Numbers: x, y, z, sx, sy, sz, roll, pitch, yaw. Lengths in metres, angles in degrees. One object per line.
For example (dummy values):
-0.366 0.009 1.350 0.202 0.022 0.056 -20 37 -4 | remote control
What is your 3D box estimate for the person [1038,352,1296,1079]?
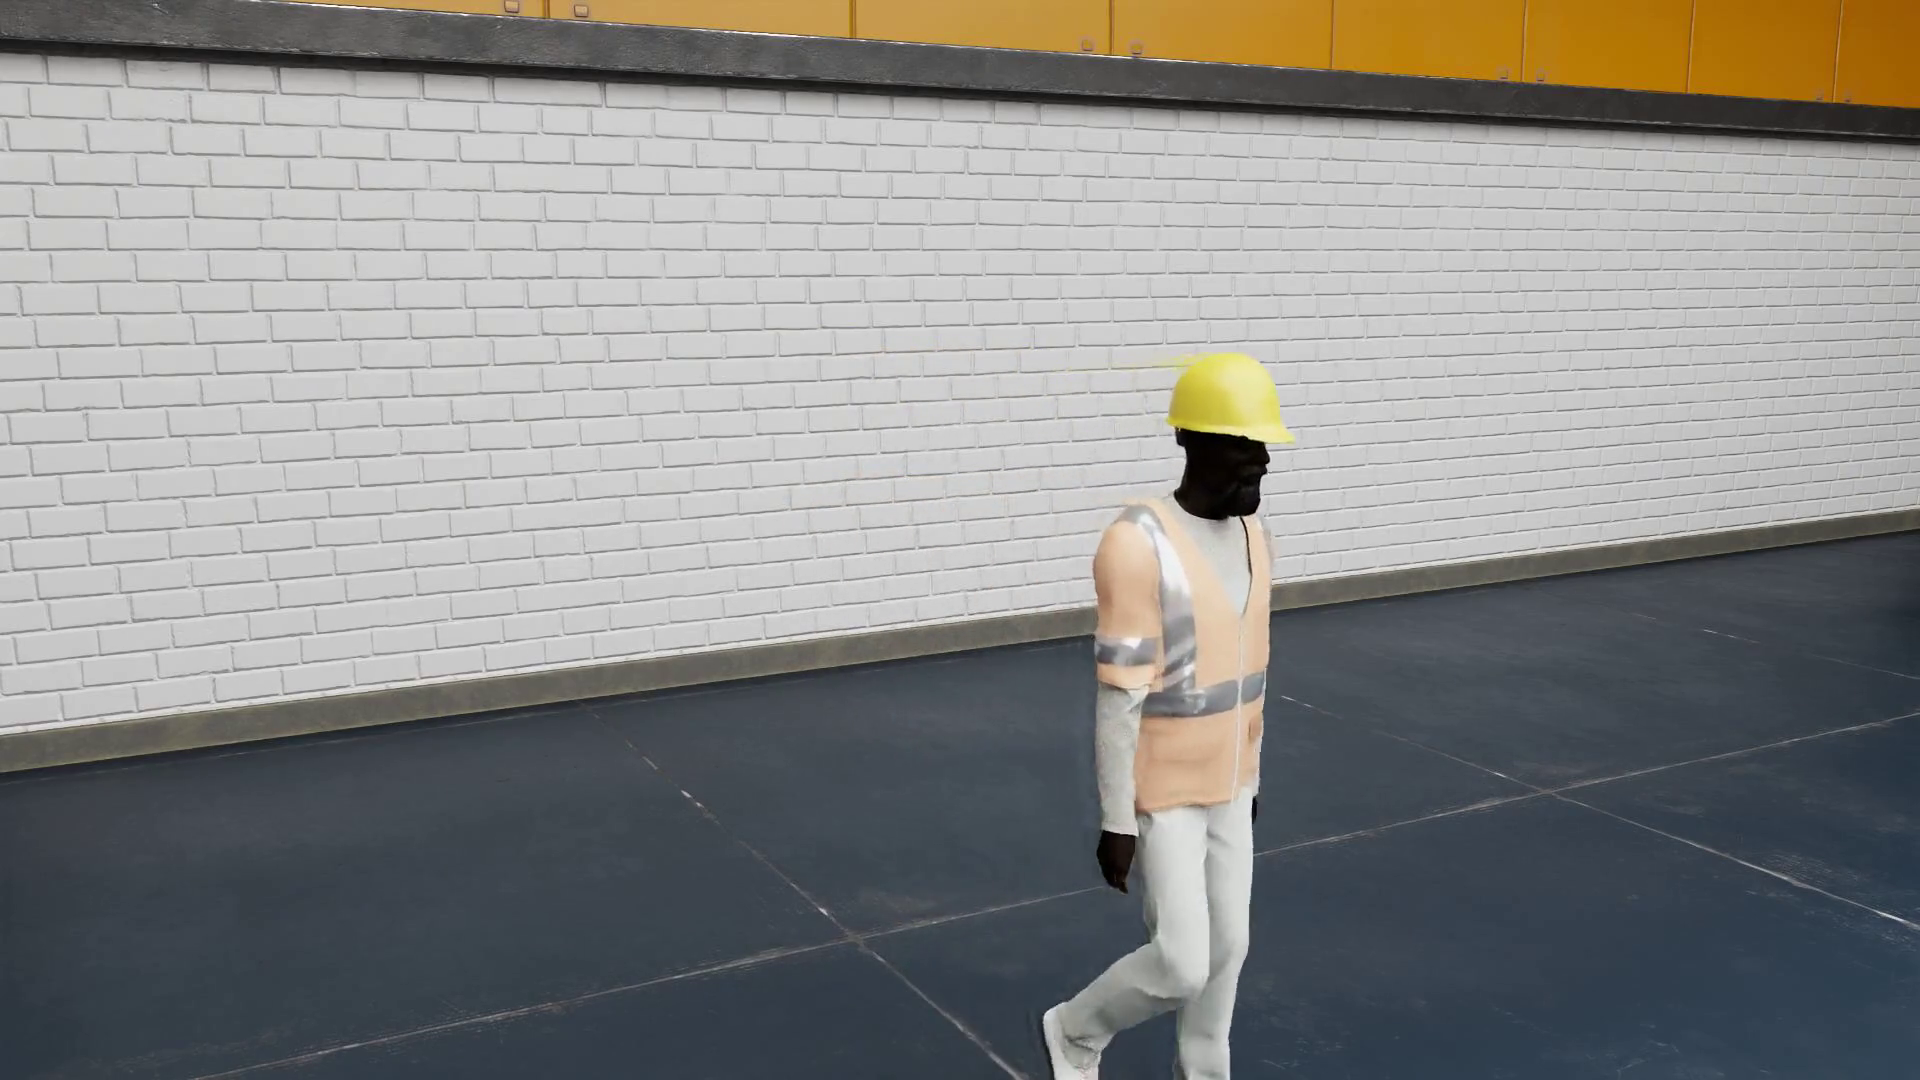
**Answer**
0.493 0.526 3.787 0.611 1.909 0.521 -10 14 -44 | person
